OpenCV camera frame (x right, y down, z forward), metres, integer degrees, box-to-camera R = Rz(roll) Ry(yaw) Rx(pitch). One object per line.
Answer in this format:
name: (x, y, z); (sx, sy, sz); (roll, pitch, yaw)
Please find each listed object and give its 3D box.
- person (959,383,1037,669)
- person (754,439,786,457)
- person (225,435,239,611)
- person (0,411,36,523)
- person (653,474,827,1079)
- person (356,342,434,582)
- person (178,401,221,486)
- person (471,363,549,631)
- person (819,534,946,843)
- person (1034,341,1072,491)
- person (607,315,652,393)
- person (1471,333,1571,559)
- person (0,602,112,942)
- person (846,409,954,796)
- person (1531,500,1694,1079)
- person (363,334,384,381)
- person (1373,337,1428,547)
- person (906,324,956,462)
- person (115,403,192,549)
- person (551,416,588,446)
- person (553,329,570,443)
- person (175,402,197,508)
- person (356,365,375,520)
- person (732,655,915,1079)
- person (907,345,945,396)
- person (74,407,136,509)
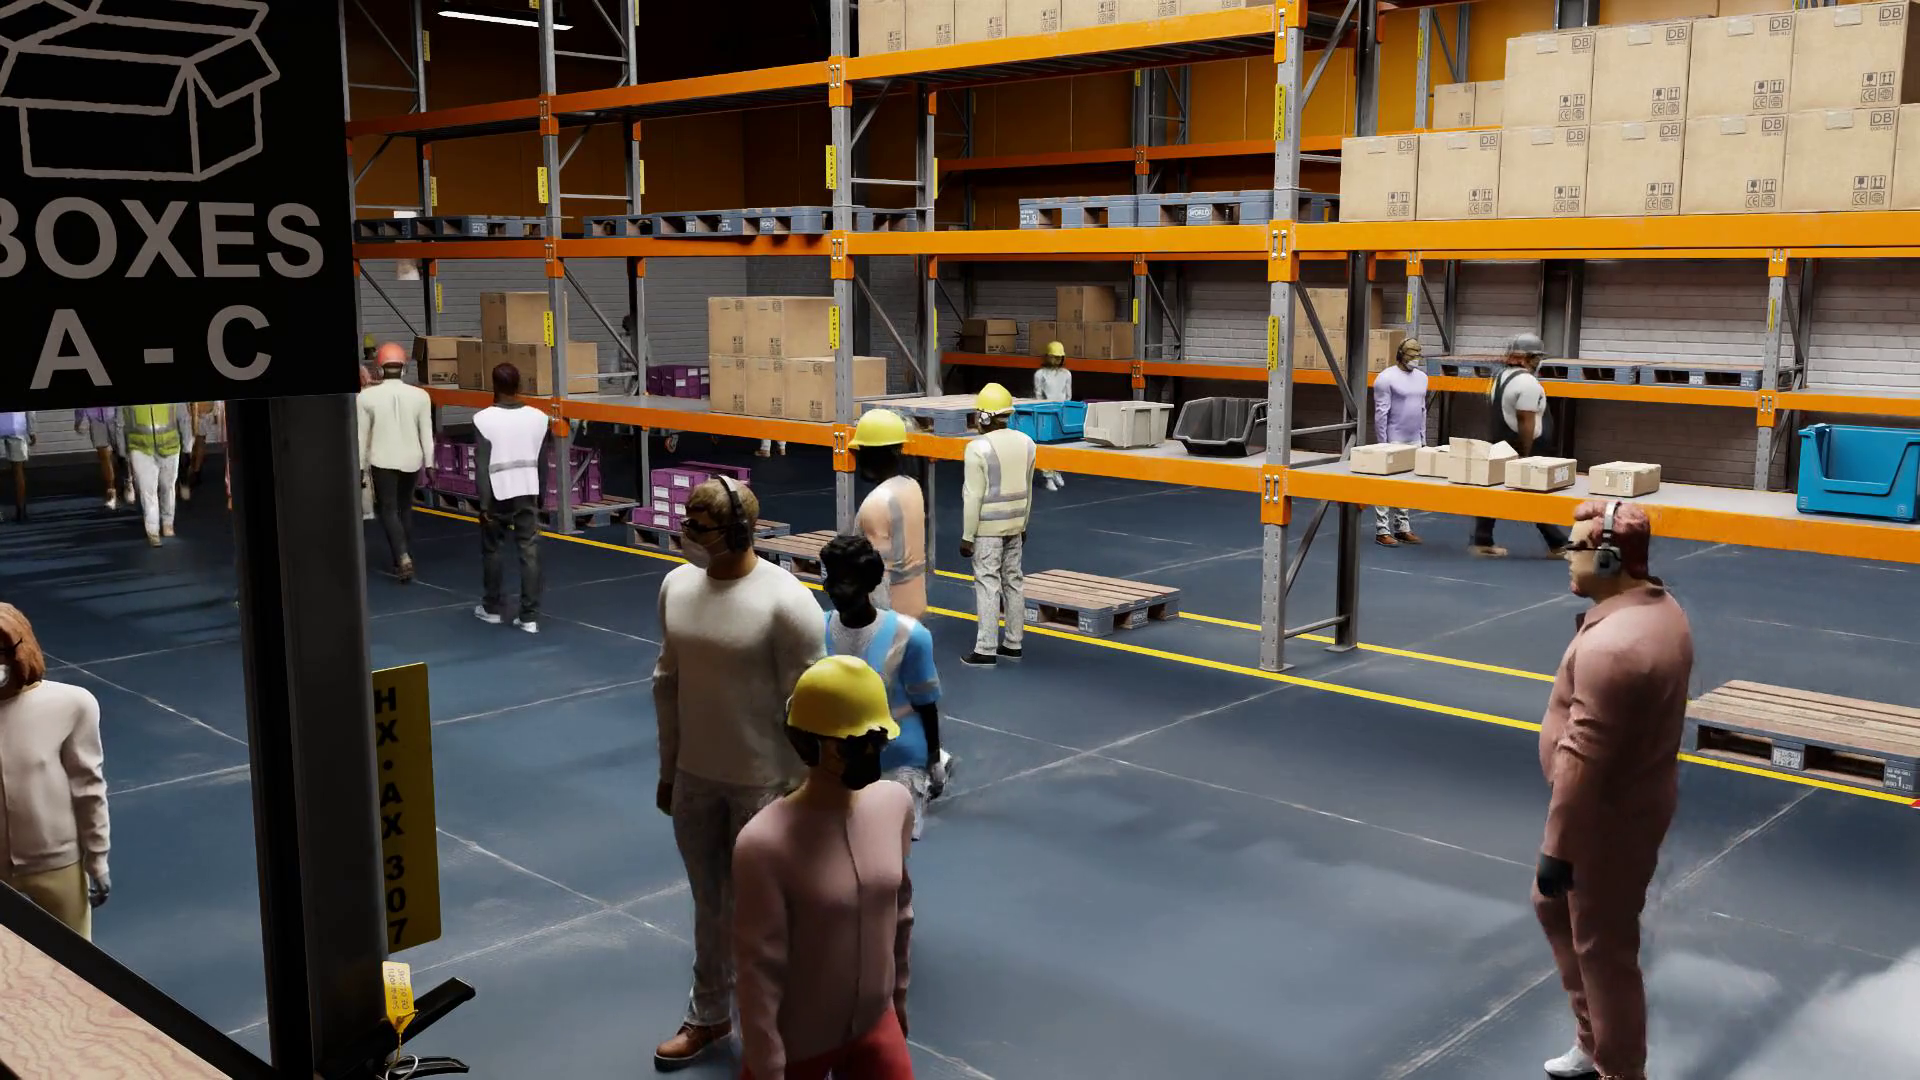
person: (0.219, -0.092, 10.699); (0.404, 1.837, 0.589); (9, 13, 44)
person: (-2.608, -2.062, 22.765); (0.627, 1.844, 0.429); (-9, 13, -43)
person: (-4.956, -0.360, 11.927); (0.449, 1.968, 0.630); (3, 10, 17)
person: (-9.603, -1.122, 16.712); (0.556, 1.935, 0.385); (-7, 11, -35)
person: (-0.704, 0.752, 5.228); (0.628, 1.936, 0.377); (6, 11, 32)
person: (-4.645, -0.643, 13.708); (0.621, 1.961, 0.936); (-6, 11, -31)
person: (-8.953, -1.547, 19.469); (0.617, 1.892, 0.670); (-2, 9, -12)
person: (-3.254, -0.319, 11.928); (0.611, 1.881, 0.869); (-7, 12, -38)
person: (-0.342, 0.788, 5.879); (0.541, 1.642, 0.805); (4, 10, 23)
person: (1.088, -1.426, 19.229); (0.483, 1.732, 0.350); (-3, 10, -20)
person: (-5.102, -2.536, 25.646); (0.603, 1.851, 0.826); (2, 10, 13)
person: (5.031, -0.842, 14.672); (0.984, 2.000, 0.716); (-1, 9, -8)
person: (-2.737, 0.970, 4.835); (0.499, 1.627, 0.270); (-5, 10, -26)
person: (-0.304, 0.335, 7.854); (0.505, 1.911, 0.594); (3, 10, 20)
person: (1.885, 0.818, 4.948); (0.508, 1.888, 0.669); (6, 11, 33)
person: (-7.568, -1.800, 21.508); (0.565, 1.733, 0.744); (1, 9, 6)
person: (4.090, -0.905, 15.394); (0.627, 1.934, 0.372); (-6, 11, -32)
person: (-0.353, -1.948, 21.898); (0.971, 1.895, 0.641); (8, 12, 39)
person: (-7.536, -0.859, 15.565); (0.641, 1.793, 0.993); (-5, 11, -29)
person: (-4.536, -1.334, 19.111); (0.567, 1.585, 0.858); (-9, 13, -42)
person: (-5.424, -2.037, 22.653); (0.528, 1.835, 0.887); (-6, 11, -32)
person: (-8.480, -1.250, 17.855); (0.537, 1.828, 0.415); (-4, 10, -25)
person: (-5.894, -0.969, 16.768); (0.663, 1.608, 0.553); (6, 11, 34)
person: (-0.241, 1.107, 3.682); (0.547, 1.714, 0.885); (-8, 13, -42)
person: (-0.483, -2.102, 23.054); (0.445, 1.827, 0.580); (7, 12, 36)
person: (-9.085, -1.325, 17.692); (0.605, 2.019, 0.442); (-1, 9, -8)
